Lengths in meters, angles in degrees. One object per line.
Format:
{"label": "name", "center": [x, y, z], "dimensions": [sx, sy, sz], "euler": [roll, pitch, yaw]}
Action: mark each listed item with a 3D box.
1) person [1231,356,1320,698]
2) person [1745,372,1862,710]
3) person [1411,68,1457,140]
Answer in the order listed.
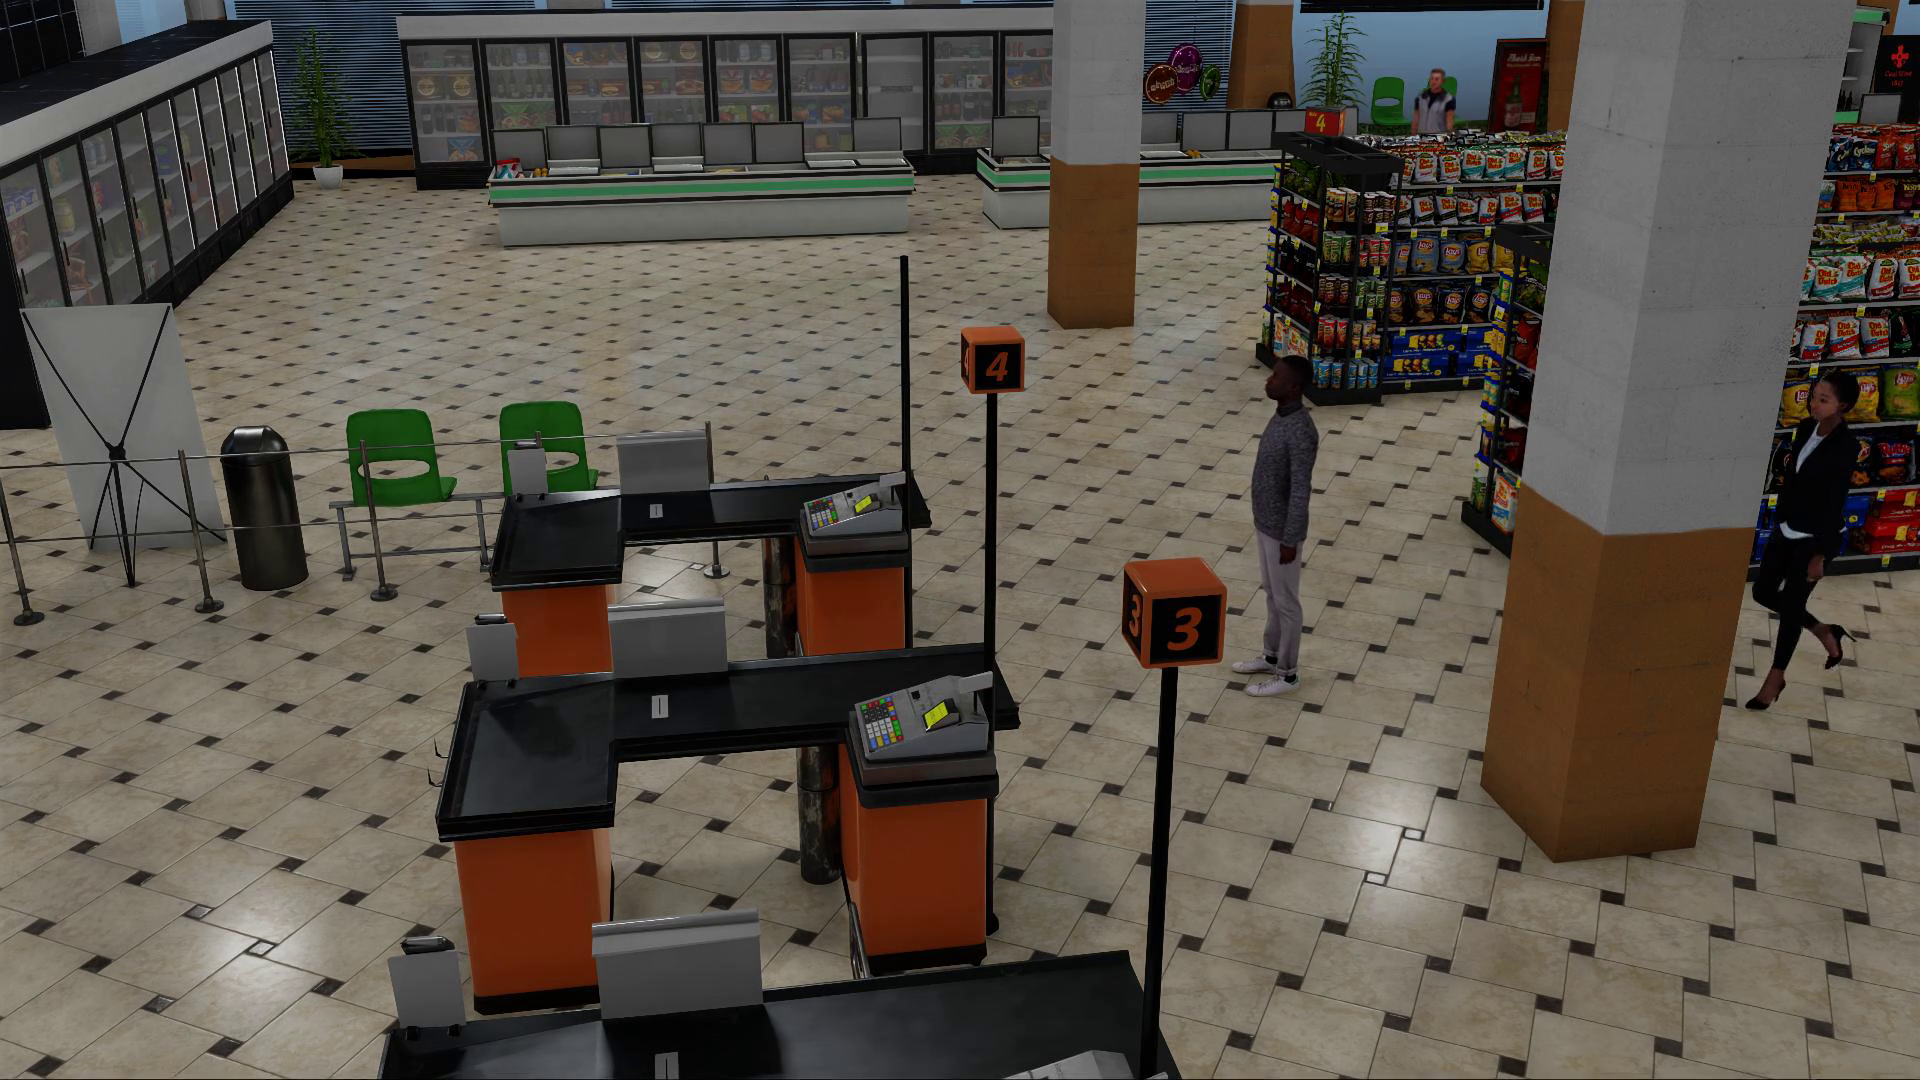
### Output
{"label": "person", "center": [1.692, -0.076, 8.658], "dimensions": [0.588, 1.838, 0.713], "euler": [-1, 22, -2]}
{"label": "person", "center": [4.351, 0.026, 8.426], "dimensions": [0.803, 1.821, 0.612], "euler": [-5, 22, -11]}
{"label": "person", "center": [5.992, -5.036, 21.033], "dimensions": [0.902, 1.816, 0.965], "euler": [18, 28, 38]}
